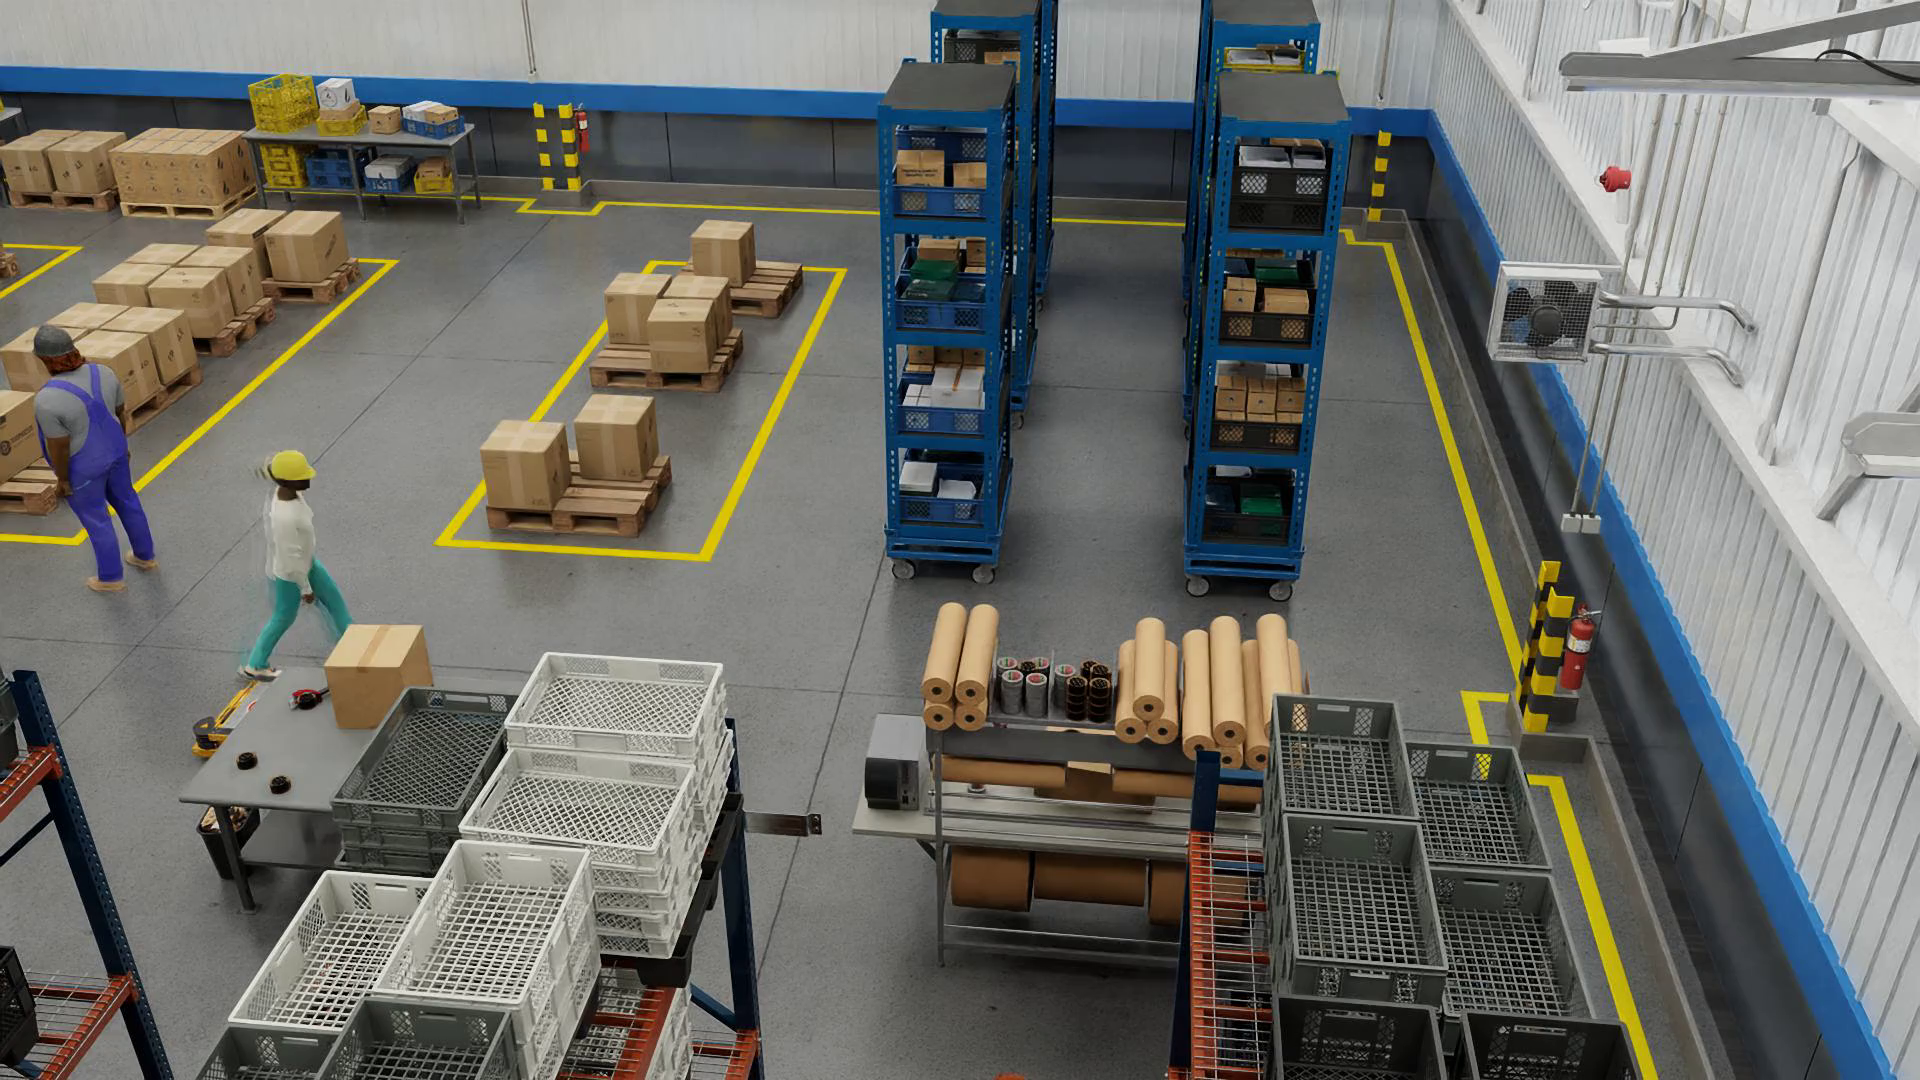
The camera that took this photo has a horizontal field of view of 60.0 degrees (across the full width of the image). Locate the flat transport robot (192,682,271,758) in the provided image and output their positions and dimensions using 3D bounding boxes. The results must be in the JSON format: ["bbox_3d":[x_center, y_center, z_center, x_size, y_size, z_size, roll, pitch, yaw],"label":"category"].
[{"bbox_3d":[-4.089,1.163,10.648,1.431,0.197,0.652,3,30,6],"label":"flat transport robot"}]

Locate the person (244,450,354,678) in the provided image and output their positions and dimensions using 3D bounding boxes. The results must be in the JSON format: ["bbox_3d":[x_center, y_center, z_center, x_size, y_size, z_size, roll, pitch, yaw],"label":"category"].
[{"bbox_3d":[-4.380,0.176,10.925,0.939,1.708,0.537,-5,31,-9],"label":"person"}]

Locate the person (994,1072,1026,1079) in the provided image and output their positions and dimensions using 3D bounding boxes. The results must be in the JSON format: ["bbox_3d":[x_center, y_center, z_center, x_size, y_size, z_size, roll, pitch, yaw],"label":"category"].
[{"bbox_3d":[0.175,2.742,6.360,0.572,1.883,0.359,-19,35,-29],"label":"person"}]

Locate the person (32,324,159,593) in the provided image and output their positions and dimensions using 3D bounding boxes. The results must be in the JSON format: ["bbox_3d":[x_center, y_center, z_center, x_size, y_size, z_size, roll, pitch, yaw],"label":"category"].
[{"bbox_3d":[-6.284,-0.596,11.937,0.536,2.000,0.685,10,32,16],"label":"person"}]
